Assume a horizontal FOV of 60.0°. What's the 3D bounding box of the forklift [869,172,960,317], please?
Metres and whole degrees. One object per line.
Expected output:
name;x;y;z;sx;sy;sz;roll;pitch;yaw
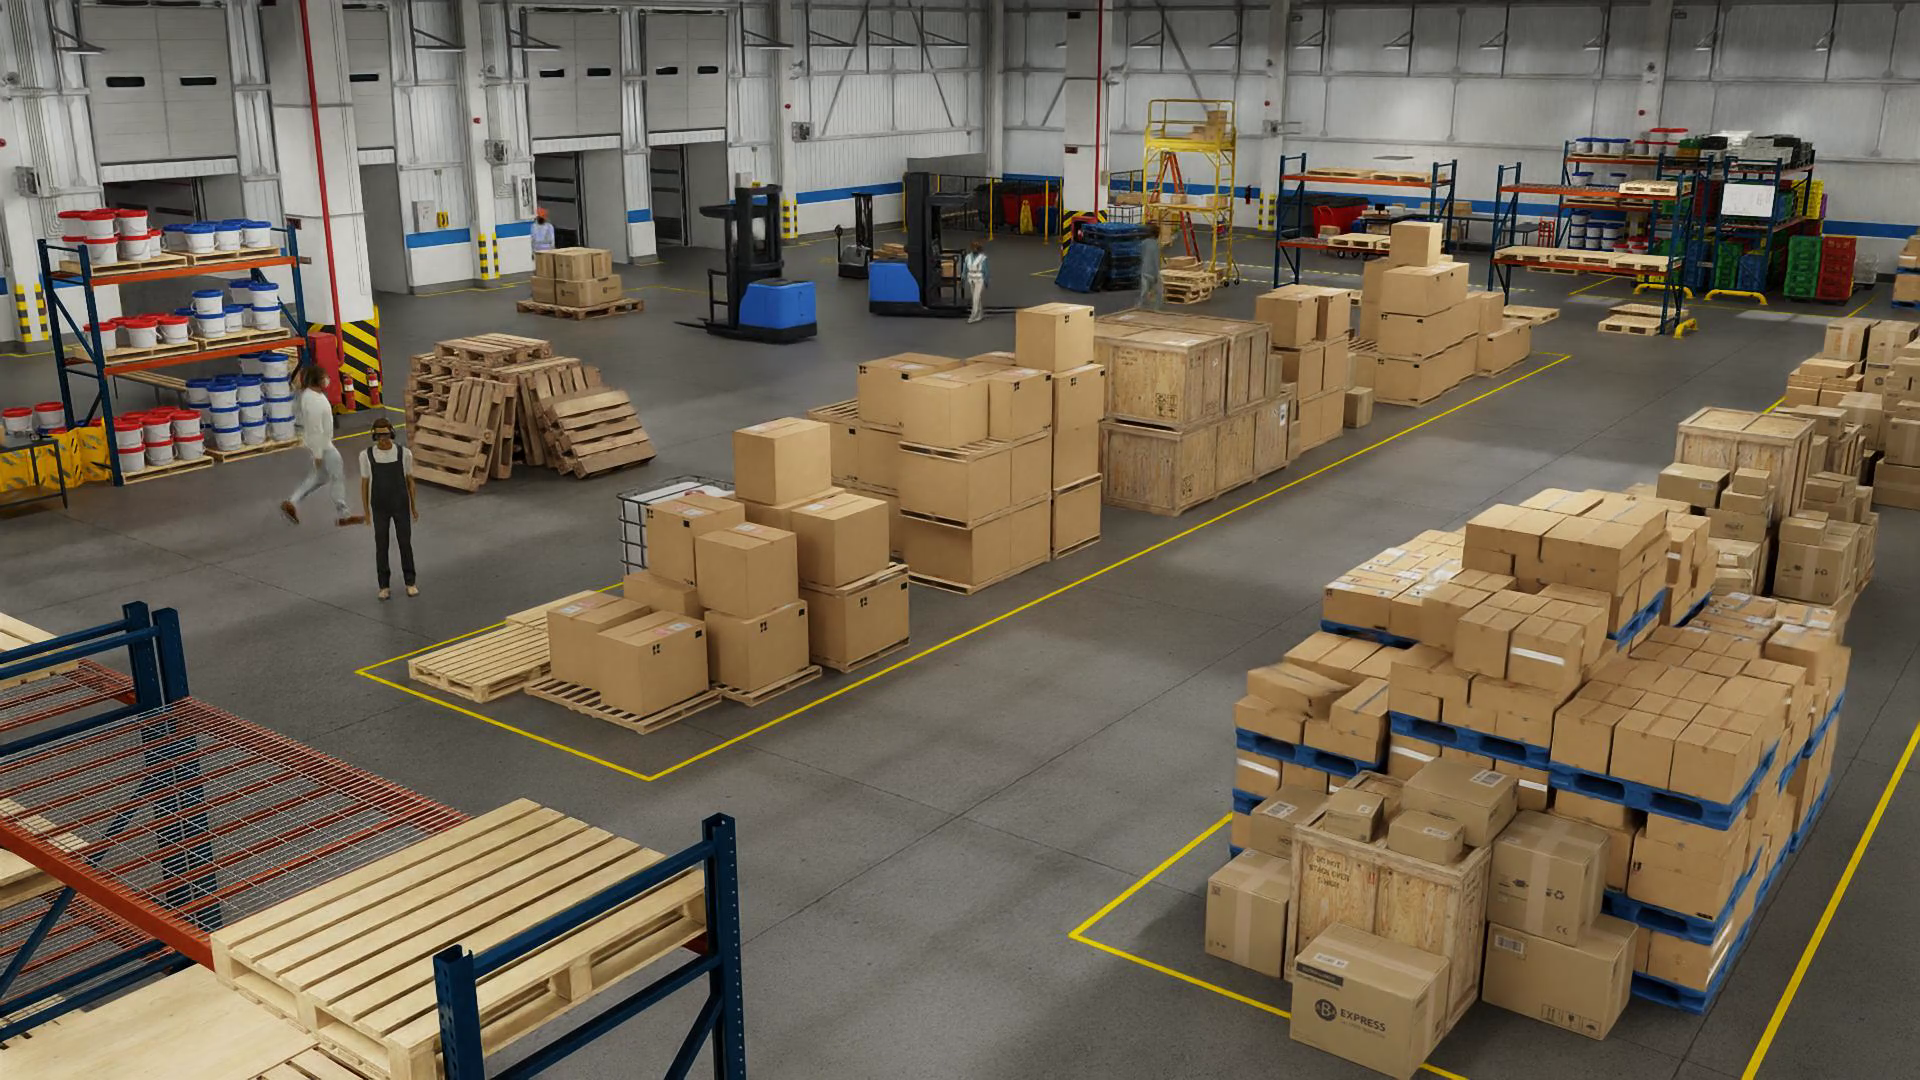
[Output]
forklift;-0.852;-5.990;33.610;1.873;2.768;1.129;3;17;9

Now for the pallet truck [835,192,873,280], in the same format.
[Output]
pallet truck;-1.936;-7.159;38.982;1.885;1.965;0.823;-12;21;-34

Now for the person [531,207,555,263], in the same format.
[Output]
person;-9.062;-6.252;36.082;0.551;1.934;0.373;5;17;15

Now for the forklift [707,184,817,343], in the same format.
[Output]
forklift;-3.698;-5.178;30.919;1.873;2.768;1.129;12;21;35

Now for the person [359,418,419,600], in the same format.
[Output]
person;-5.677;-0.315;16.580;0.515;1.844;0.333;-7;18;-21

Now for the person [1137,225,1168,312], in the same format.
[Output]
person;3.868;-5.256;32.834;0.904;1.902;0.650;-10;19;-30

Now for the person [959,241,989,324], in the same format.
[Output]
person;0.297;-5.086;32.809;0.519;1.589;0.843;12;21;35

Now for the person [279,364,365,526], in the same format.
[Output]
person;-7.330;-1.058;18.929;0.834;1.920;0.636;-8;19;-25
